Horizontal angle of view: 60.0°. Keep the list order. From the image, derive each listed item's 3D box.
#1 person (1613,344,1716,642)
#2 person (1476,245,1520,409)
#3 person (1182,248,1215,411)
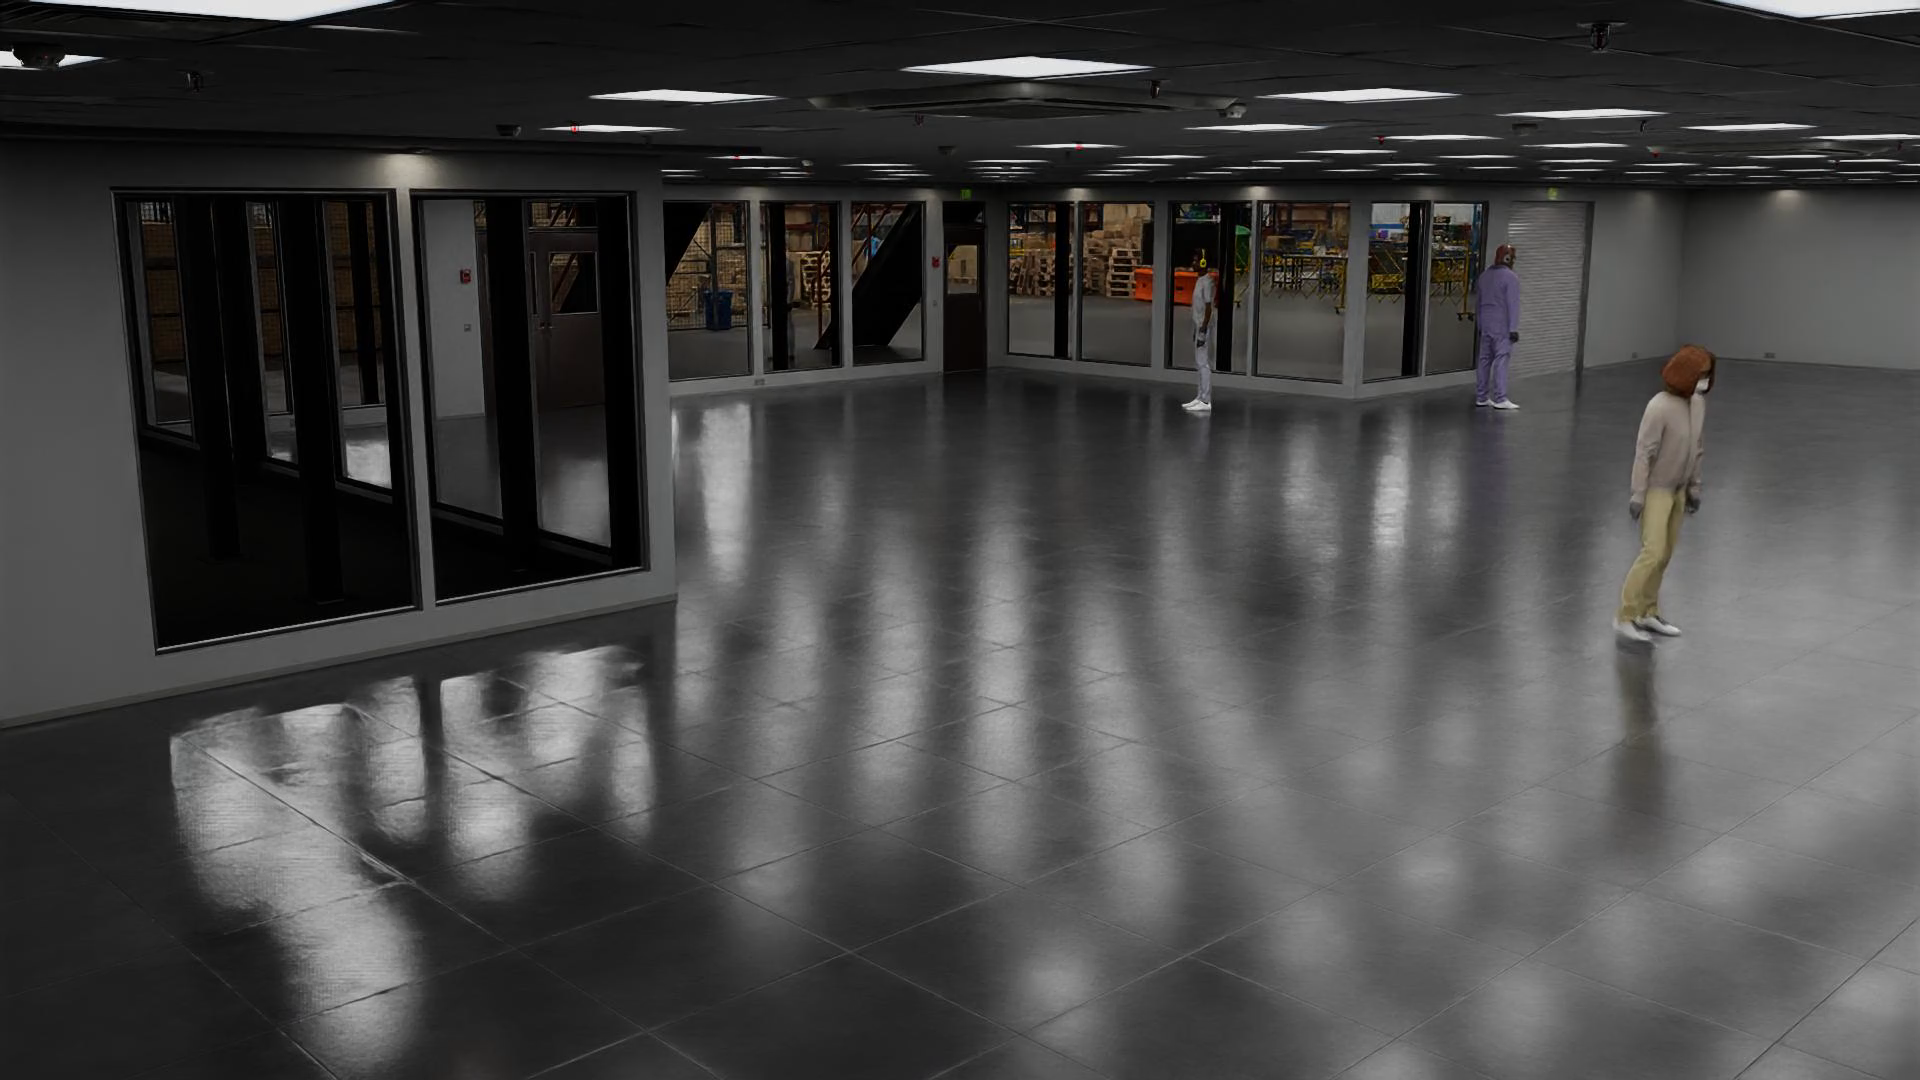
[{"bbox_3d":[3.812,-0.252,8.961,0.531,1.615,0.376,-9,14,-38],"label":"person"},{"bbox_3d":[6.304,-2.482,19.422,0.402,1.901,0.639,-5,12,-22],"label":"person"},{"bbox_3d":[2.776,-2.429,19.231,0.328,1.872,0.514,0,11,0],"label":"person"}]
